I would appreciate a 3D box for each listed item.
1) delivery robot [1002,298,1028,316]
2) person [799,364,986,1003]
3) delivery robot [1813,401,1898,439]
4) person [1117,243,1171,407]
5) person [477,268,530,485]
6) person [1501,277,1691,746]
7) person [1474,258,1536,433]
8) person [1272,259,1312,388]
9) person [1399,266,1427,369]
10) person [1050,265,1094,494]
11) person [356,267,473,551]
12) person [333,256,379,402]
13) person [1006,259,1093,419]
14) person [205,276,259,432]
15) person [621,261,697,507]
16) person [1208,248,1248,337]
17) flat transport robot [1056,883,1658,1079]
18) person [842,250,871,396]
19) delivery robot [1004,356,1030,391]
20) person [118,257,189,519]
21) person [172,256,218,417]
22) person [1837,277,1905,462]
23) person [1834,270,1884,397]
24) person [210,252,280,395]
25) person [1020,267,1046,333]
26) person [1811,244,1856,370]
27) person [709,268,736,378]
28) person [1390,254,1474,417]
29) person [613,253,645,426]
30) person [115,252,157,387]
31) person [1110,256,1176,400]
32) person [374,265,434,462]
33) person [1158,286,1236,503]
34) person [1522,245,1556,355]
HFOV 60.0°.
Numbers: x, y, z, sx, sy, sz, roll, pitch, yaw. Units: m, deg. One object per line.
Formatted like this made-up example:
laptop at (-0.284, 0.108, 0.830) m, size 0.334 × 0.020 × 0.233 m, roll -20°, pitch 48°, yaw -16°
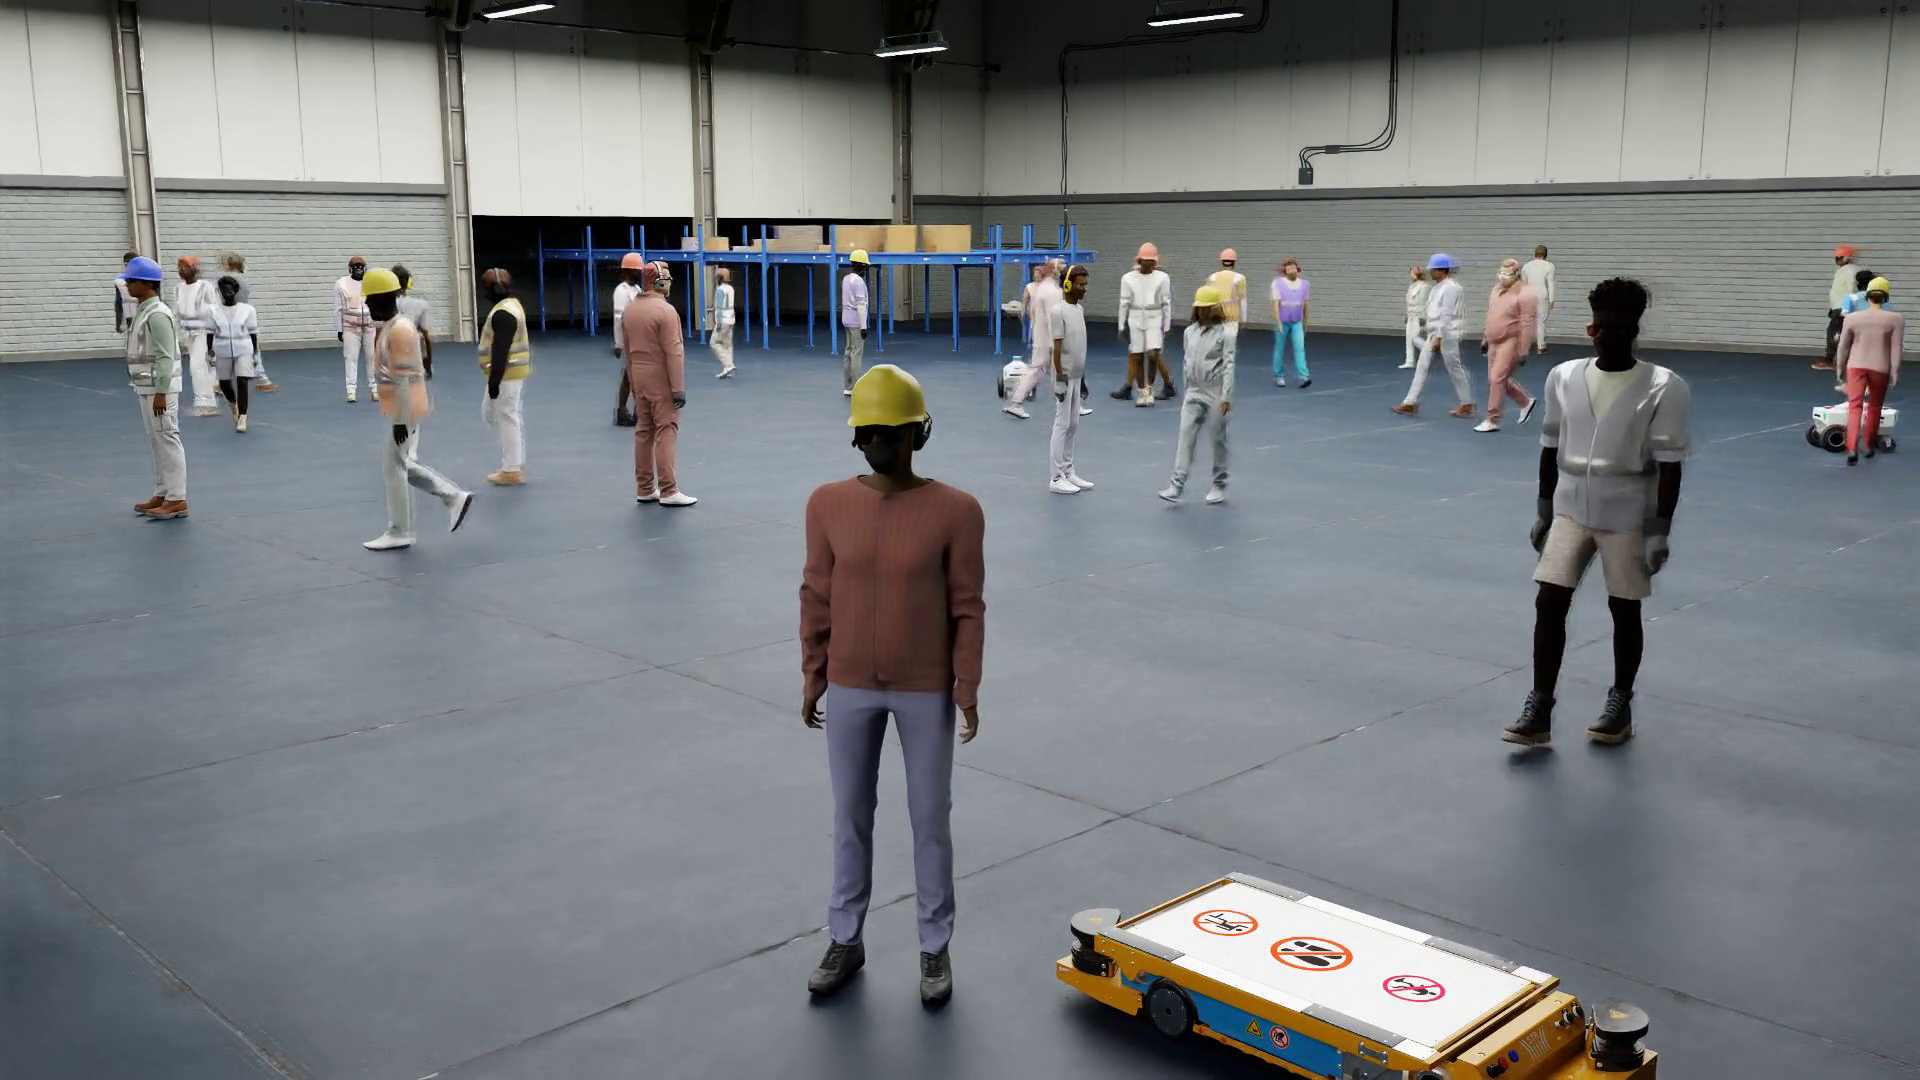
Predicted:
delivery robot at (1.381, -5.810, 41.623) m, size 0.477 × 0.478 × 0.707 m, roll -10°, pitch 14°, yaw -44°
person at (-0.191, 0.401, 4.590) m, size 0.524 × 1.769 × 0.314 m, roll 2°, pitch 11°, yaw 11°
delivery robot at (8.872, -1.200, 16.488) m, size 0.707 × 0.478 × 0.477 m, roll 2°, pitch 11°, yaw 9°
person at (2.265, -2.641, 20.501) m, size 0.630 × 2.011 × 0.651 m, roll 2°, pitch 11°, yaw 12°
person at (-3.905, -1.391, 14.171) m, size 0.474 × 1.831 × 0.661 m, roll -2°, pitch 11°, yaw -12°
person at (2.565, -0.086, 6.769) m, size 0.654 × 1.932 × 0.859 m, roll 10°, pitch 14°, yaw 43°
person at (5.965, -2.105, 17.981) m, size 0.740 × 1.868 × 0.724 m, roll -3°, pitch 11°, yaw -16°
person at (4.598, -2.995, 23.063) m, size 0.570 × 1.775 × 1.025 m, roll -2°, pitch 11°, yaw -10°
person at (7.269, -3.529, 26.403) m, size 0.467 × 1.626 × 0.521 m, roll -1°, pitch 10°, yaw -7°
person at (0.924, -1.336, 13.785) m, size 0.328 × 1.870 × 0.510 m, roll 5°, pitch 12°, yaw 26°
person at (-3.729, -0.893, 11.288) m, size 0.652 × 1.901 × 0.583 m, roll -4°, pitch 11°, yaw -21°
person at (-7.665, -2.698, 21.285) m, size 0.623 × 1.844 × 0.429 m, roll -6°, pitch 12°, yaw -28°
person at (1.005, -2.322, 19.245) m, size 0.993 × 1.849 × 0.698 m, roll 0°, pitch 10°, yaw 0°
person at (-7.914, -2.040, 18.129) m, size 0.542 × 1.675 × 0.677 m, roll -3°, pitch 11°, yaw -16°
person at (-2.359, -1.225, 13.075) m, size 0.651 × 1.907 × 0.409 m, roll 10°, pitch 14°, yaw 43°
person at (3.804, -3.169, 23.626) m, size 0.564 × 1.917 × 0.489 m, roll 6°, pitch 12°, yaw 29°
flat transport robot at (1.002, 1.205, 4.401) m, size 0.652 × 0.197 × 1.431 m, roll -10°, pitch 14°, yaw -44°
person at (-1.353, -2.840, 21.847) m, size 0.382 × 1.919 × 0.584 m, roll -5°, pitch 11°, yaw -24°
delivery robot at (0.742, -2.149, 21.663) m, size 0.477 × 0.478 × 0.707 m, roll 0°, pitch 10°, yaw 2°
person at (-6.061, -1.147, 12.527) m, size 0.384 × 1.951 × 0.605 m, roll -8°, pitch 13°, yaw -37°
person at (-8.952, -2.354, 19.333) m, size 0.617 × 1.860 × 0.699 m, roll 5°, pitch 11°, yaw 24°
person at (8.539, -1.603, 15.641) m, size 0.536 × 1.722 × 0.898 m, roll 6°, pitch 12°, yaw 30°
person at (11.855, -2.715, 21.892) m, size 0.556 × 1.652 × 0.877 m, roll -2°, pitch 10°, yaw -8°
person at (-9.658, -2.880, 22.166) m, size 0.647 × 1.890 × 1.016 m, roll 6°, pitch 12°, yaw 30°
person at (1.242, -3.602, 26.863) m, size 0.547 × 1.590 × 0.849 m, roll 5°, pitch 11°, yaw 24°
person at (14.031, -3.685, 26.324) m, size 0.806 × 1.970 × 0.621 m, roll 3°, pitch 11°, yaw 15°
person at (-3.502, -3.204, 24.611) m, size 0.371 × 1.625 × 0.548 m, roll 2°, pitch 11°, yaw 13°
person at (5.593, -2.375, 19.390) m, size 0.992 × 1.901 × 0.616 m, roll -2°, pitch 11°, yaw -10°
person at (-3.574, -2.222, 18.496) m, size 0.673 × 1.914 × 0.548 m, roll 1°, pitch 10°, yaw 4°
person at (-11.690, -3.160, 23.716) m, size 0.605 × 1.885 × 0.940 m, roll 1°, pitch 10°, yaw 6°
person at (2.421, -2.755, 21.472) m, size 0.750 × 1.926 × 0.545 m, roll -4°, pitch 11°, yaw -21°
person at (-5.286, -1.684, 15.798) m, size 0.560 × 1.816 × 0.969 m, roll -4°, pitch 11°, yaw -21°
person at (1.900, -1.129, 13.056) m, size 0.508 × 1.707 × 0.734 m, roll 9°, pitch 13°, yaw 39°
person at (10.332, -4.294, 29.721) m, size 0.372 × 1.940 × 0.630 m, roll -10°, pitch 14°, yaw -44°
